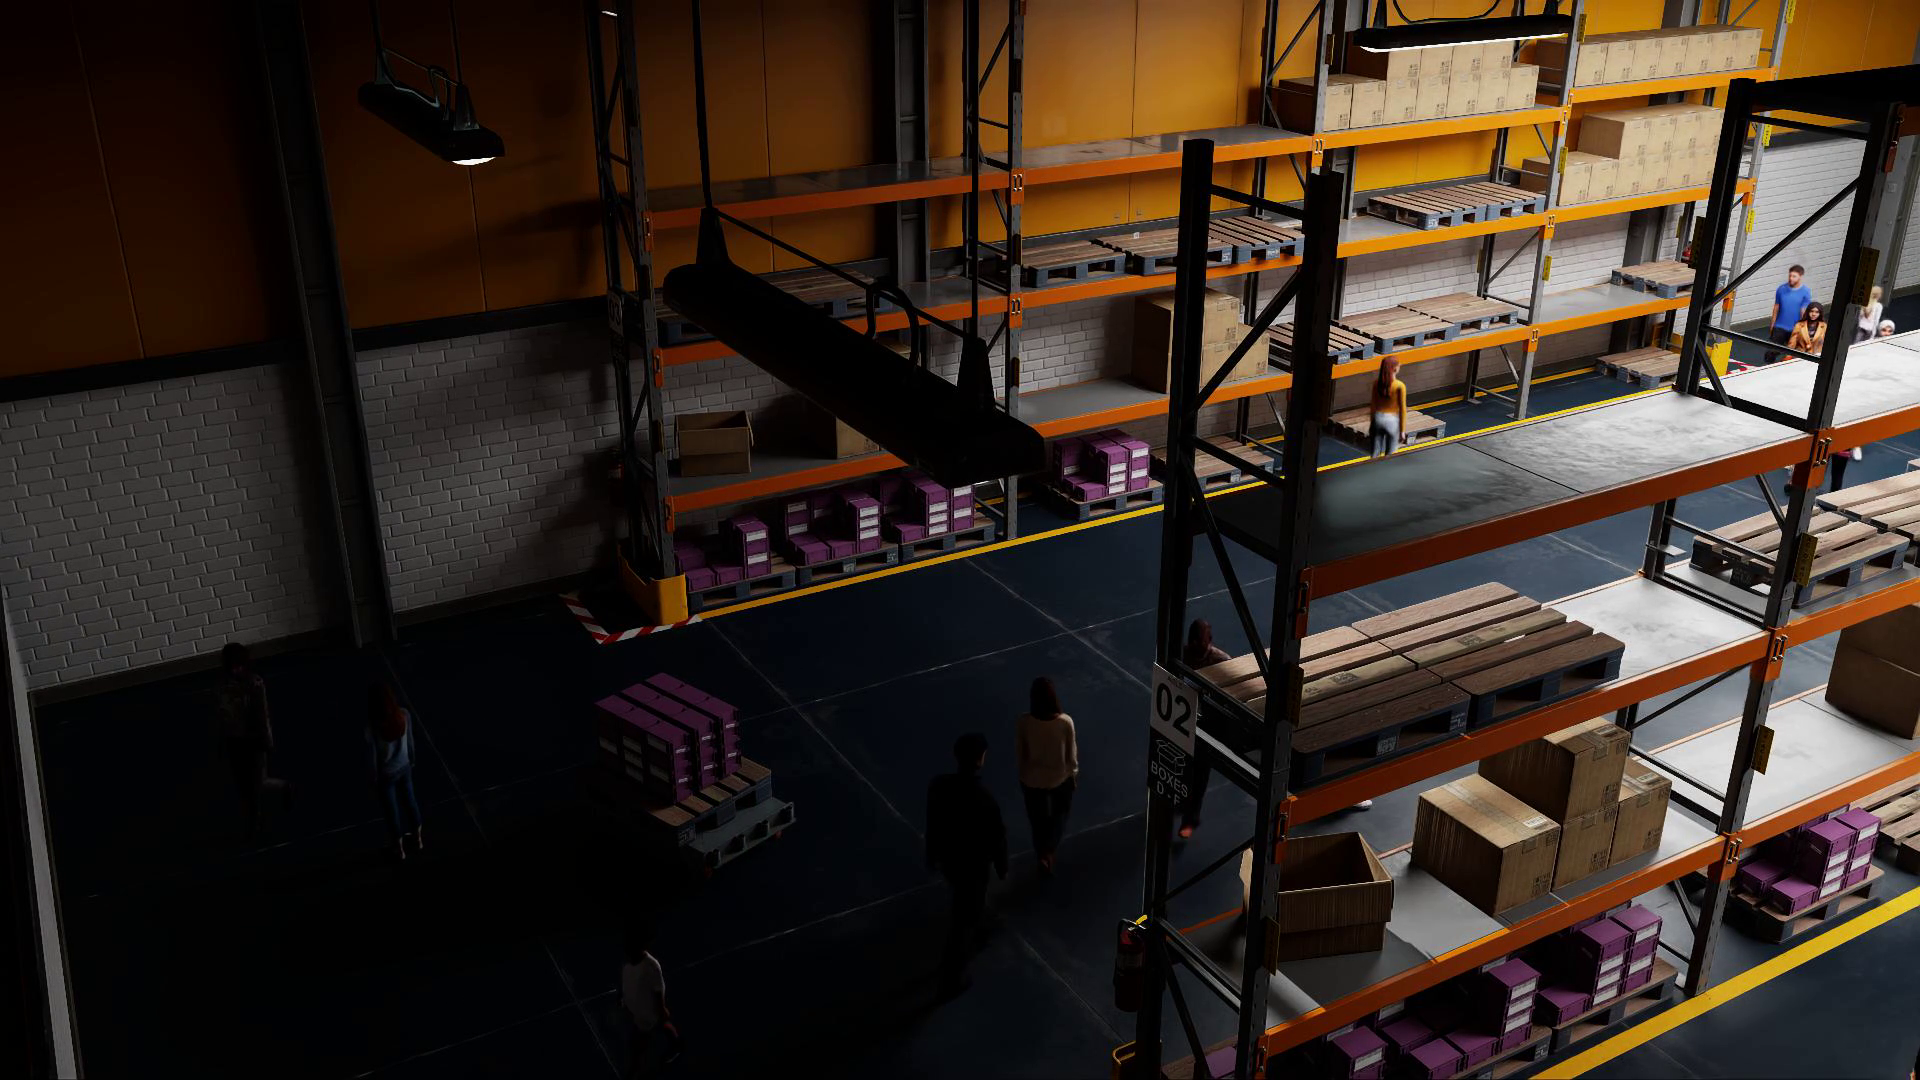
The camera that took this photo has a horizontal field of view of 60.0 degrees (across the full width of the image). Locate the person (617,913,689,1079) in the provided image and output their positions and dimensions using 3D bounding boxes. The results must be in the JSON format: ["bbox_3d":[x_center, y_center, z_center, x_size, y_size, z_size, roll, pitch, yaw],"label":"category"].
[{"bbox_3d":[-1.930,2.866,10.452,0.664,1.227,0.946,21,31,40],"label":"person"}]

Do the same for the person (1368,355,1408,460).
[{"bbox_3d":[4.951,-1.310,19.352,0.670,1.749,0.663,16,28,33],"label":"person"}]

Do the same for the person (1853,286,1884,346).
[{"bbox_3d":[12.967,-3.004,23.857,0.899,1.246,0.500,-13,27,-26],"label":"person"}]

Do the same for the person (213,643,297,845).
[{"bbox_3d":[-5.465,1.533,12.908,0.842,1.702,0.914,9,25,20],"label":"person"}]

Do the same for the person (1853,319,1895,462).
[{"bbox_3d":[11.299,-1.903,20.691,0.899,1.764,1.056,13,27,28],"label":"person"}]

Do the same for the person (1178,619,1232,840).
[{"bbox_3d":[1.897,1.399,13.142,1.129,1.761,1.286,11,26,24],"label":"person"}]

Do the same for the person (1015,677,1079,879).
[{"bbox_3d":[0.626,1.812,12.307,0.786,1.673,0.848,6,24,13],"label":"person"}]

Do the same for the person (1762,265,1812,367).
[{"bbox_3d":[11.415,-2.881,22.851,0.882,1.826,1.171,17,29,34],"label":"person"}]

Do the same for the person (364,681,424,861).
[{"bbox_3d":[-4.332,1.747,12.700,0.688,1.476,0.571,15,28,30],"label":"person"}]

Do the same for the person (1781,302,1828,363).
[{"bbox_3d":[10.900,-2.233,21.501,0.782,1.720,0.825,8,25,17],"label":"person"}]

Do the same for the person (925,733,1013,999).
[{"bbox_3d":[-0.024,2.203,11.111,0.955,1.914,1.178,18,29,35],"label":"person"}]

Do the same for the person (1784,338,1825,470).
[{"bbox_3d":[10.284,-1.630,20.141,0.698,1.704,0.668,3,24,8],"label":"person"}]
